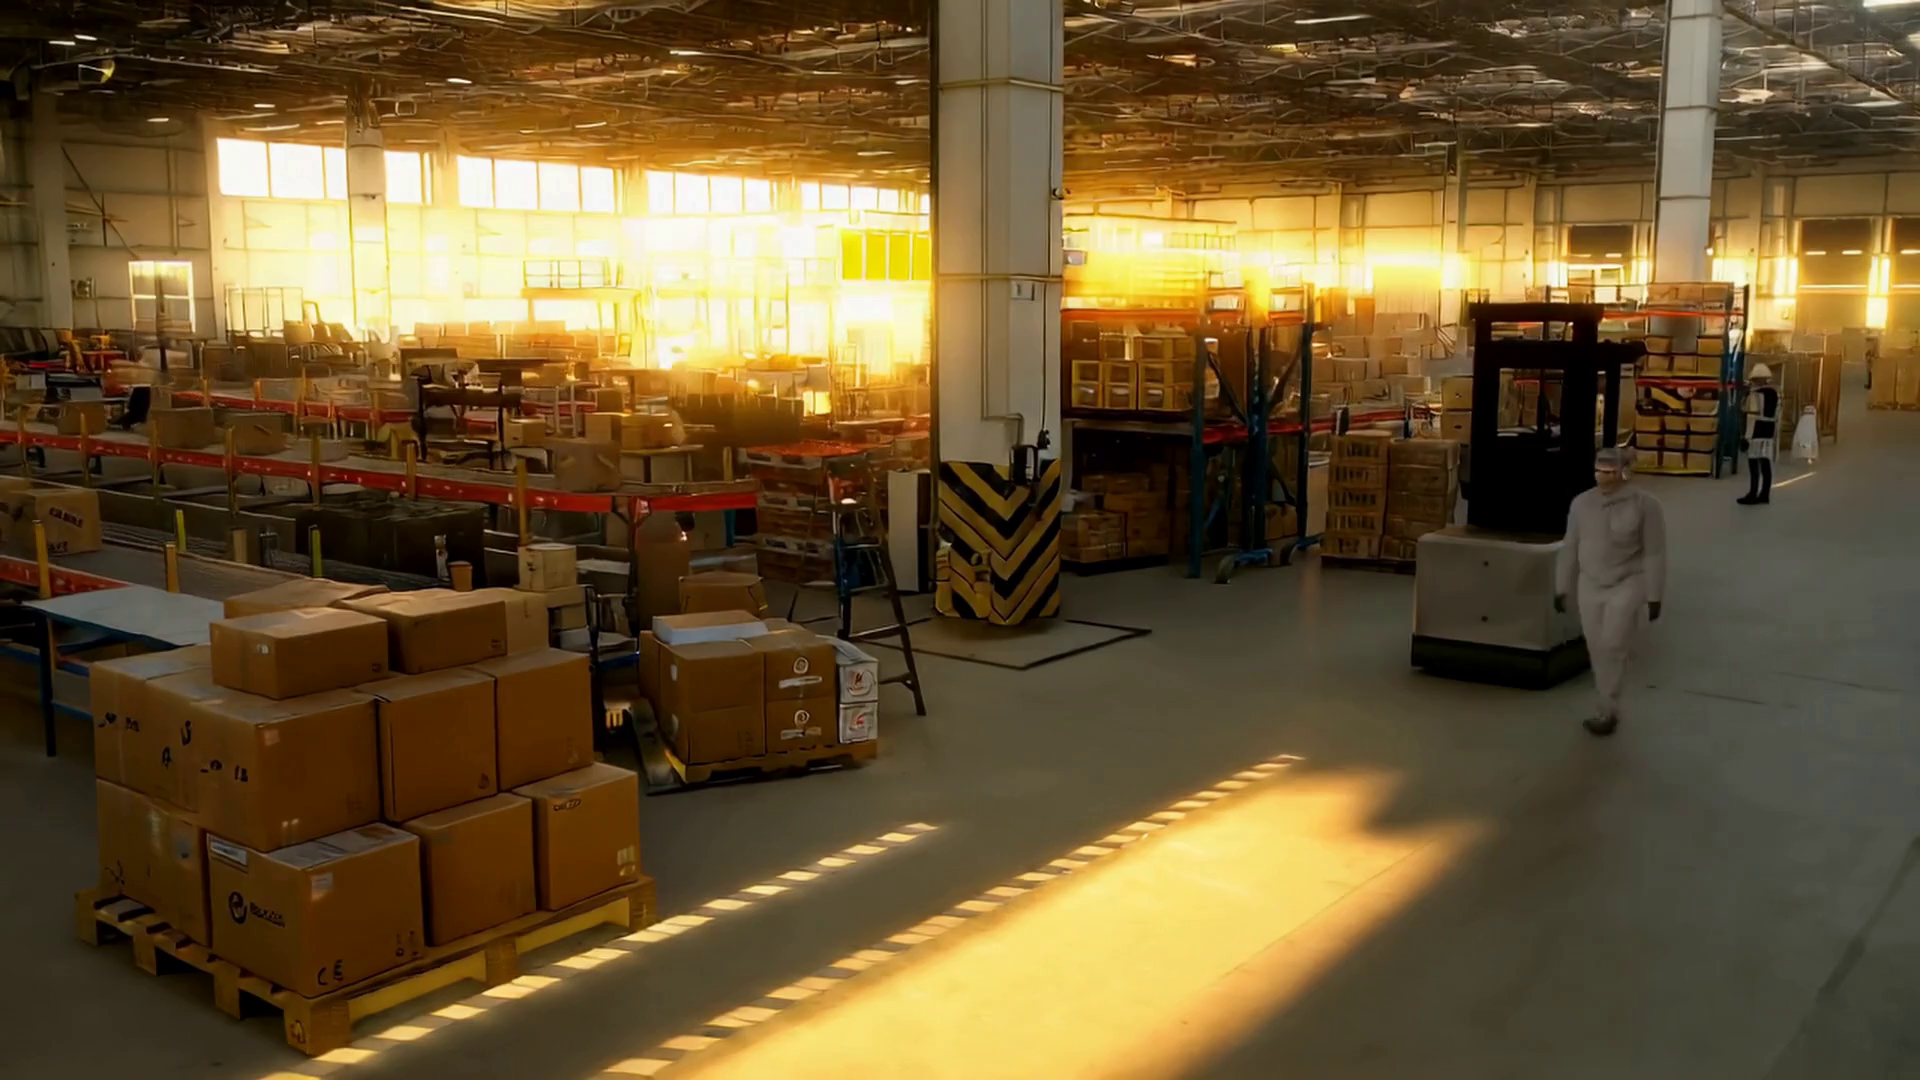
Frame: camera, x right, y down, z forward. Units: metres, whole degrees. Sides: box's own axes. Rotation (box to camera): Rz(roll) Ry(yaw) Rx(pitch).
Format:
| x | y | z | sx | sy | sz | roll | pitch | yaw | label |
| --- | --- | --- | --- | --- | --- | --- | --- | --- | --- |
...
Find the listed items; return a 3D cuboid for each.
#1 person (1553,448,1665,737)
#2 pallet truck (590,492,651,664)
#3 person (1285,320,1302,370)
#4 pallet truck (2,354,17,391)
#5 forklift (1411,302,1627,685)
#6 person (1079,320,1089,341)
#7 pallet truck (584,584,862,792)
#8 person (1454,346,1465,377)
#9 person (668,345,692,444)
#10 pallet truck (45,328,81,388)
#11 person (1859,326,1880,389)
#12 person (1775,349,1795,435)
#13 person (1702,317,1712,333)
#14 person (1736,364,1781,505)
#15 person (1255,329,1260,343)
| x | y | z | sx | sy | sz | roll | pitch | yaw | label |
| --- | --- | --- | --- | --- | --- | --- | --- | --- | --- |
| 4.204 | 0.340 | 10.934 | 0.714 | 1.883 | 0.679 | -7 | 11 | -39 | person |
| -3.115 | 0.344 | 12.883 | 0.653 | 1.274 | 1.630 | 7 | 11 | 37 | pallet truck |
| 12.288 | -7.119 | 61.125 | 0.791 | 1.906 | 0.565 | -4 | 9 | -24 | person |
| -24.881 | -4.417 | 42.634 | 1.885 | 1.965 | 0.823 | 8 | 11 | 41 | pallet truck |
| 4.379 | -0.438 | 12.852 | 1.129 | 2.768 | 1.873 | 7 | 11 | 37 | forklift |
| 4.708 | -7.472 | 63.563 | 0.634 | 1.897 | 0.607 | -2 | 9 | -13 | person |
| -1.426 | 0.805 | 10.019 | 1.601 | 1.201 | 0.680 | -4 | 9 | -26 | pallet truck |
| 12.415 | -4.047 | 41.507 | 0.868 | 1.579 | 0.518 | 6 | 11 | 37 | person |
| -5.415 | -2.782 | 31.903 | 0.415 | 1.908 | 0.567 | -4 | 9 | -26 | person |
| -23.775 | -4.544 | 43.495 | 1.885 | 1.965 | 0.823 | 6 | 10 | 35 | pallet truck |
| 27.406 | -5.504 | 50.219 | 0.581 | 1.917 | 0.608 | -3 | 9 | -20 | person |
| 16.939 | -3.035 | 34.161 | 0.414 | 1.771 | 0.533 | 0 | 8 | -1 | person |
| 31.816 | -8.640 | 71.137 | 0.608 | 1.987 | 0.391 | 5 | 10 | 28 | person |
| 10.946 | -1.445 | 22.803 | 0.545 | 1.938 | 0.359 | -5 | 10 | -28 | person |
| 12.399 | -8.162 | 68.404 | 0.508 | 1.841 | 0.336 | 2 | 9 | 15 | person |
